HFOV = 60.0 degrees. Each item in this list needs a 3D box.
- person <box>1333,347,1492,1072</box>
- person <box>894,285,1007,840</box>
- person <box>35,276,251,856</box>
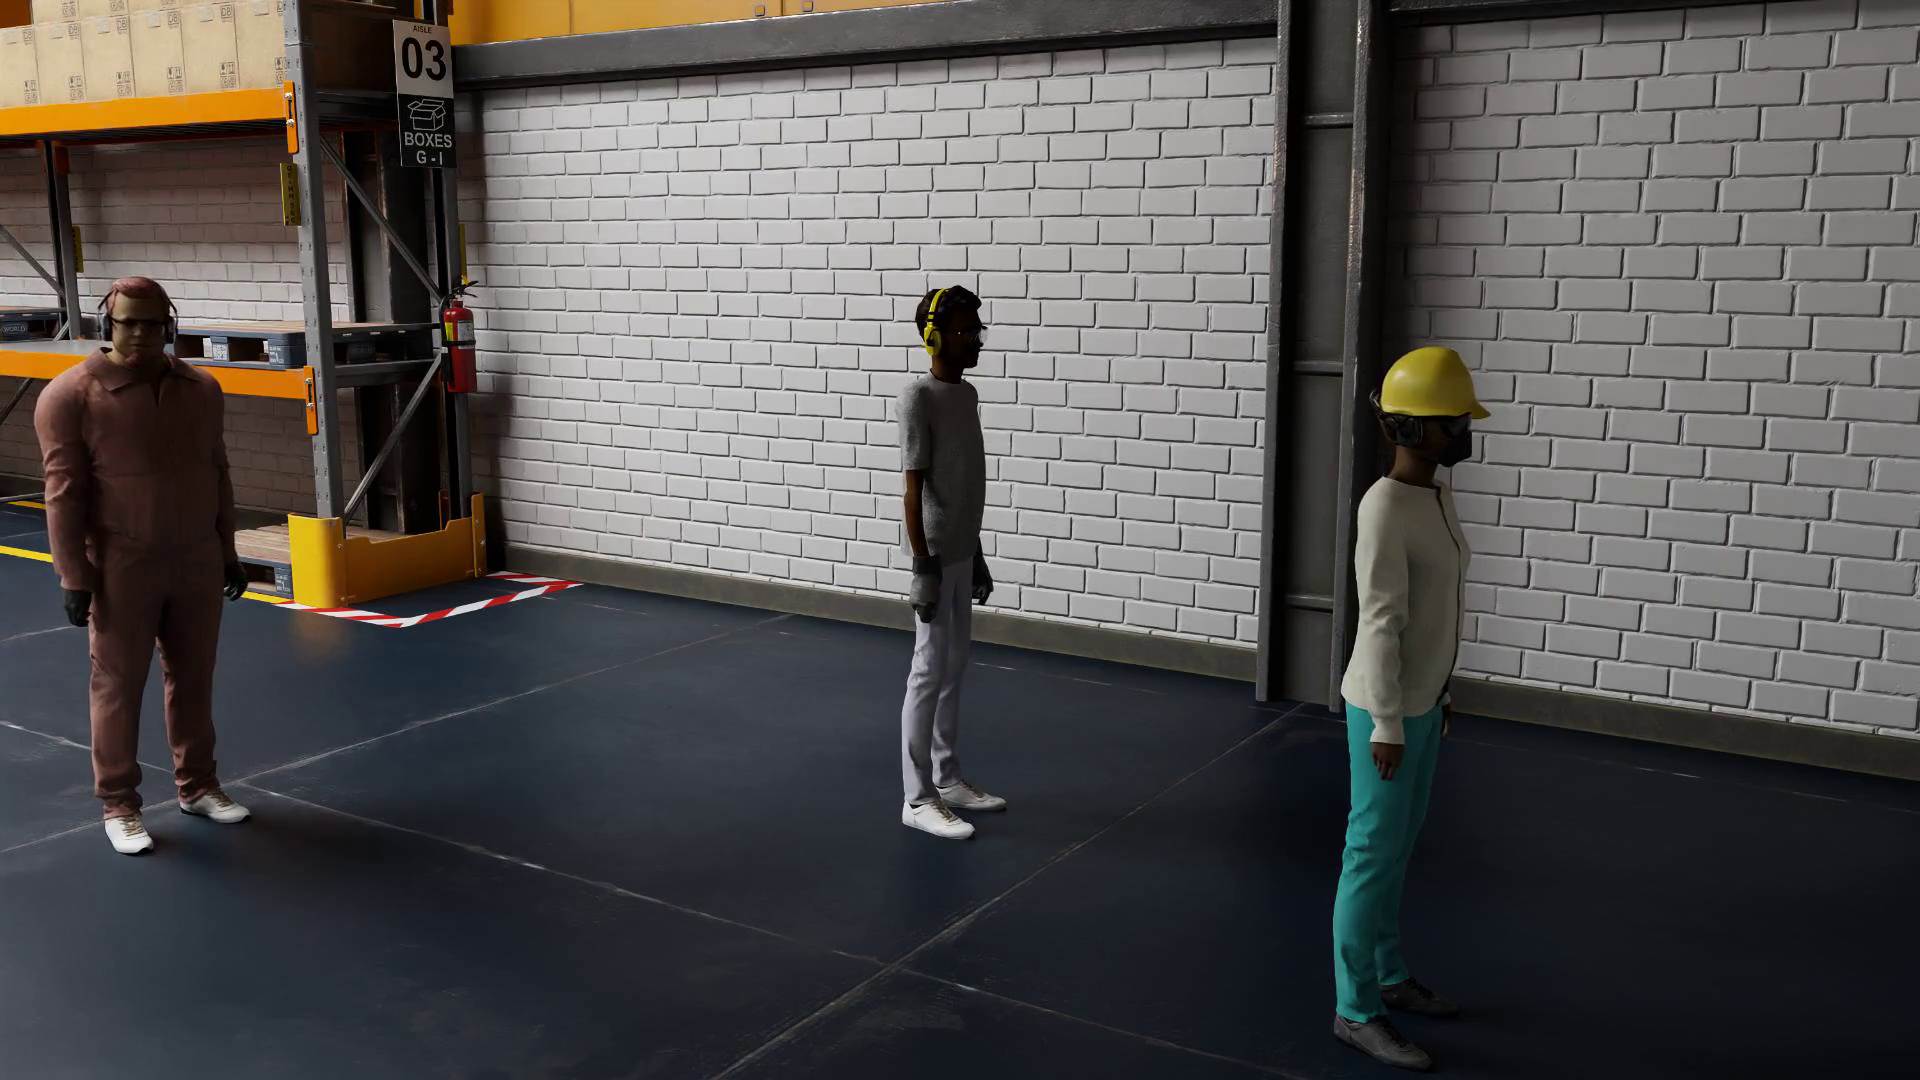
[{"bbox_3d":[1.123,0.406,4.143,0.316,1.769,0.525,6,12,28],"label":"person"},{"bbox_3d":[-0.032,0.074,5.710,0.328,1.868,0.513,4,11,22],"label":"person"},{"bbox_3d":[-2.692,0.078,5.582,0.402,1.902,0.652,7,12,32],"label":"person"}]
